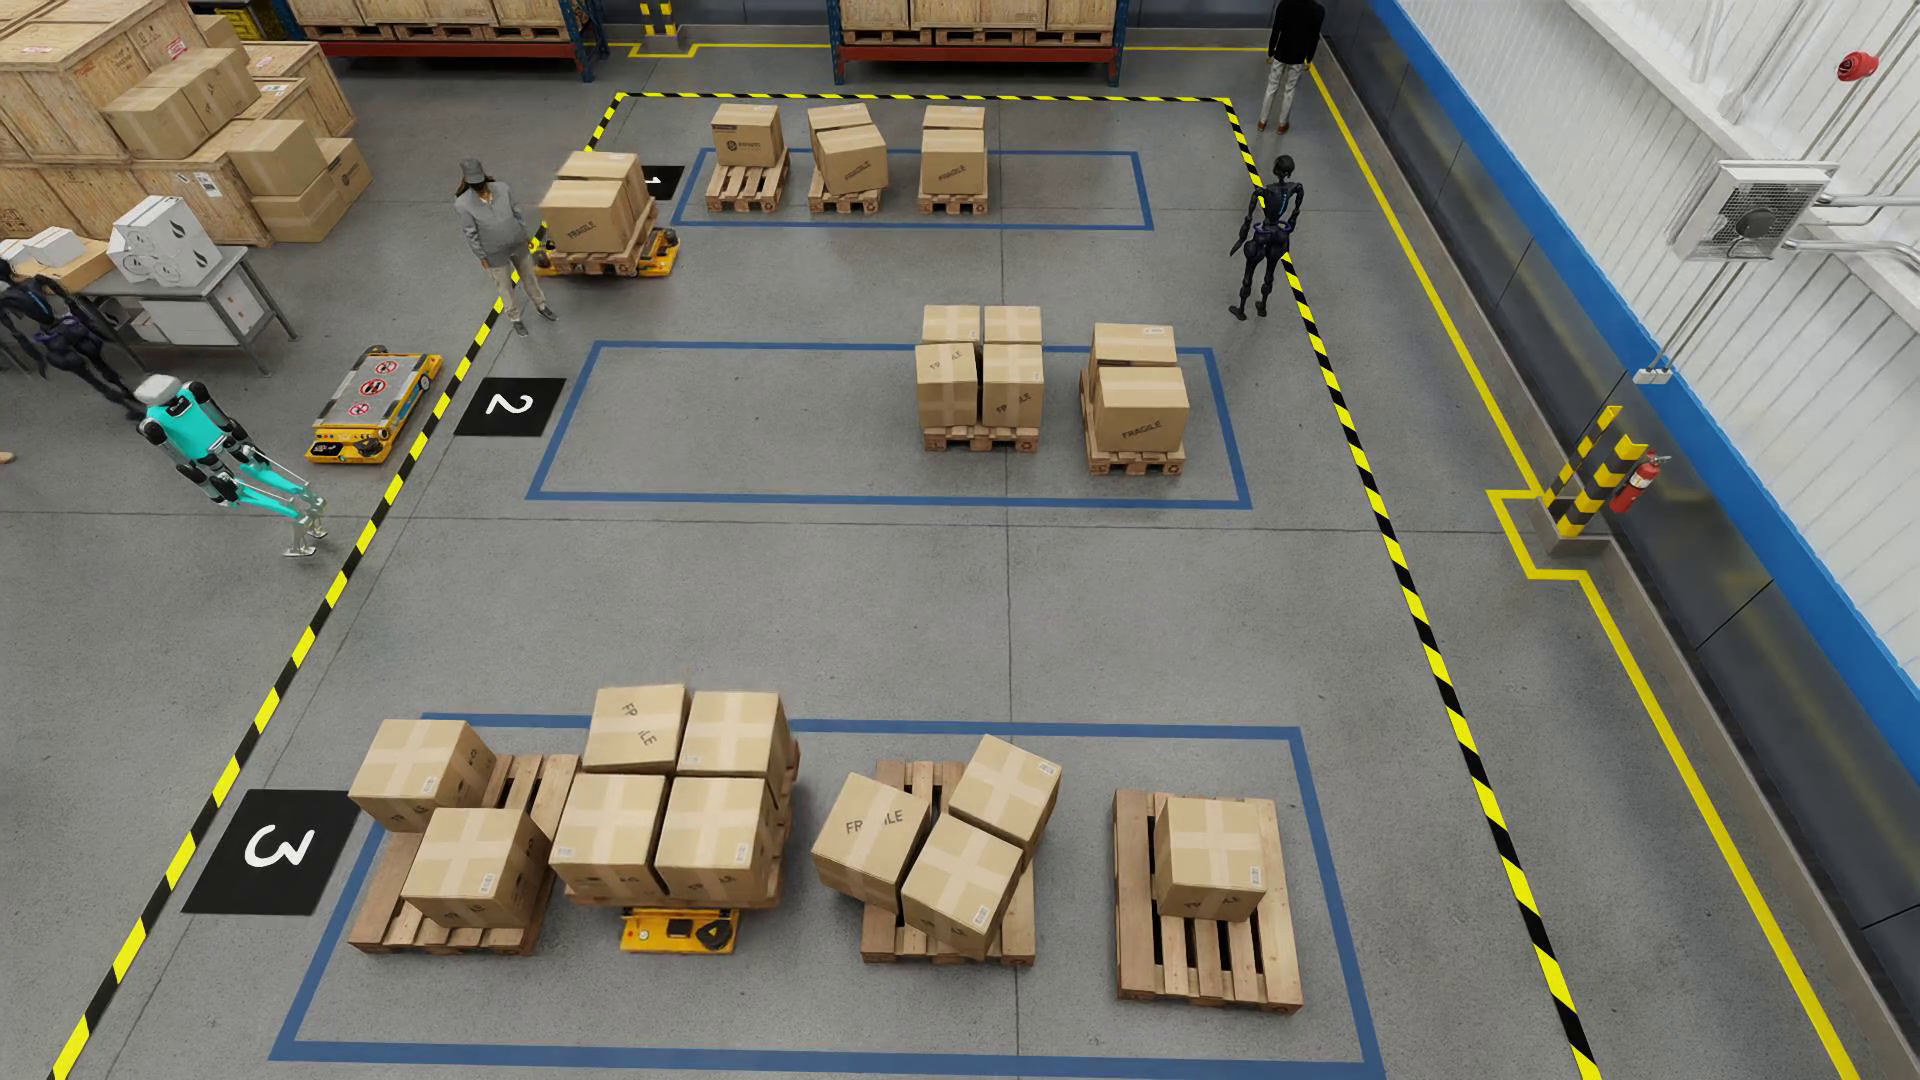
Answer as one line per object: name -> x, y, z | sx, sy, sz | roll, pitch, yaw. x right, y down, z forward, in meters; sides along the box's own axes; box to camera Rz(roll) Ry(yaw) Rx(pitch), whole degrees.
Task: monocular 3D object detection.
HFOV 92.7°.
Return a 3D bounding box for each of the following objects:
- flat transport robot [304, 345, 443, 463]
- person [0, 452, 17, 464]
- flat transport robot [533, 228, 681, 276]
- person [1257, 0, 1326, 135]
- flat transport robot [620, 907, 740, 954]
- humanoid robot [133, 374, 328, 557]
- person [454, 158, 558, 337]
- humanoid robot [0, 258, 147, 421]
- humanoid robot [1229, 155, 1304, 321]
flat transport robot -> -5.383, -1.269, 8.441 | 0.659, 0.231, 1.431 | 1, 50, 1
person -> -8.497, -1.263, 7.275 | 0.390, 2.040, 0.613 | 2, 50, 2
flat transport robot -> -3.848, -3.162, 10.024 | 1.431, 0.197, 0.652 | 1, 50, 1
person -> 4.111, -6.031, 11.413 | 0.586, 1.884, 0.360 | 19, 52, 15
flat transport robot -> -1.655, 1.834, 5.797 | 0.652, 0.197, 1.431 | 1, 50, 1
humanoid robot -> -5.178, -0.488, 6.731 | 0.735, 1.675, 0.533 | 8, 50, 7
person -> -4.361, -2.802, 8.754 | 0.395, 1.767, 0.571 | 34, 58, 26
humanoid robot -> -7.745, -1.704, 7.895 | 0.605, 1.644, 0.596 | 14, 51, 11
humanoid robot -> 2.965, -2.918, 8.902 | 0.599, 1.659, 0.315 | -8, 50, -7
